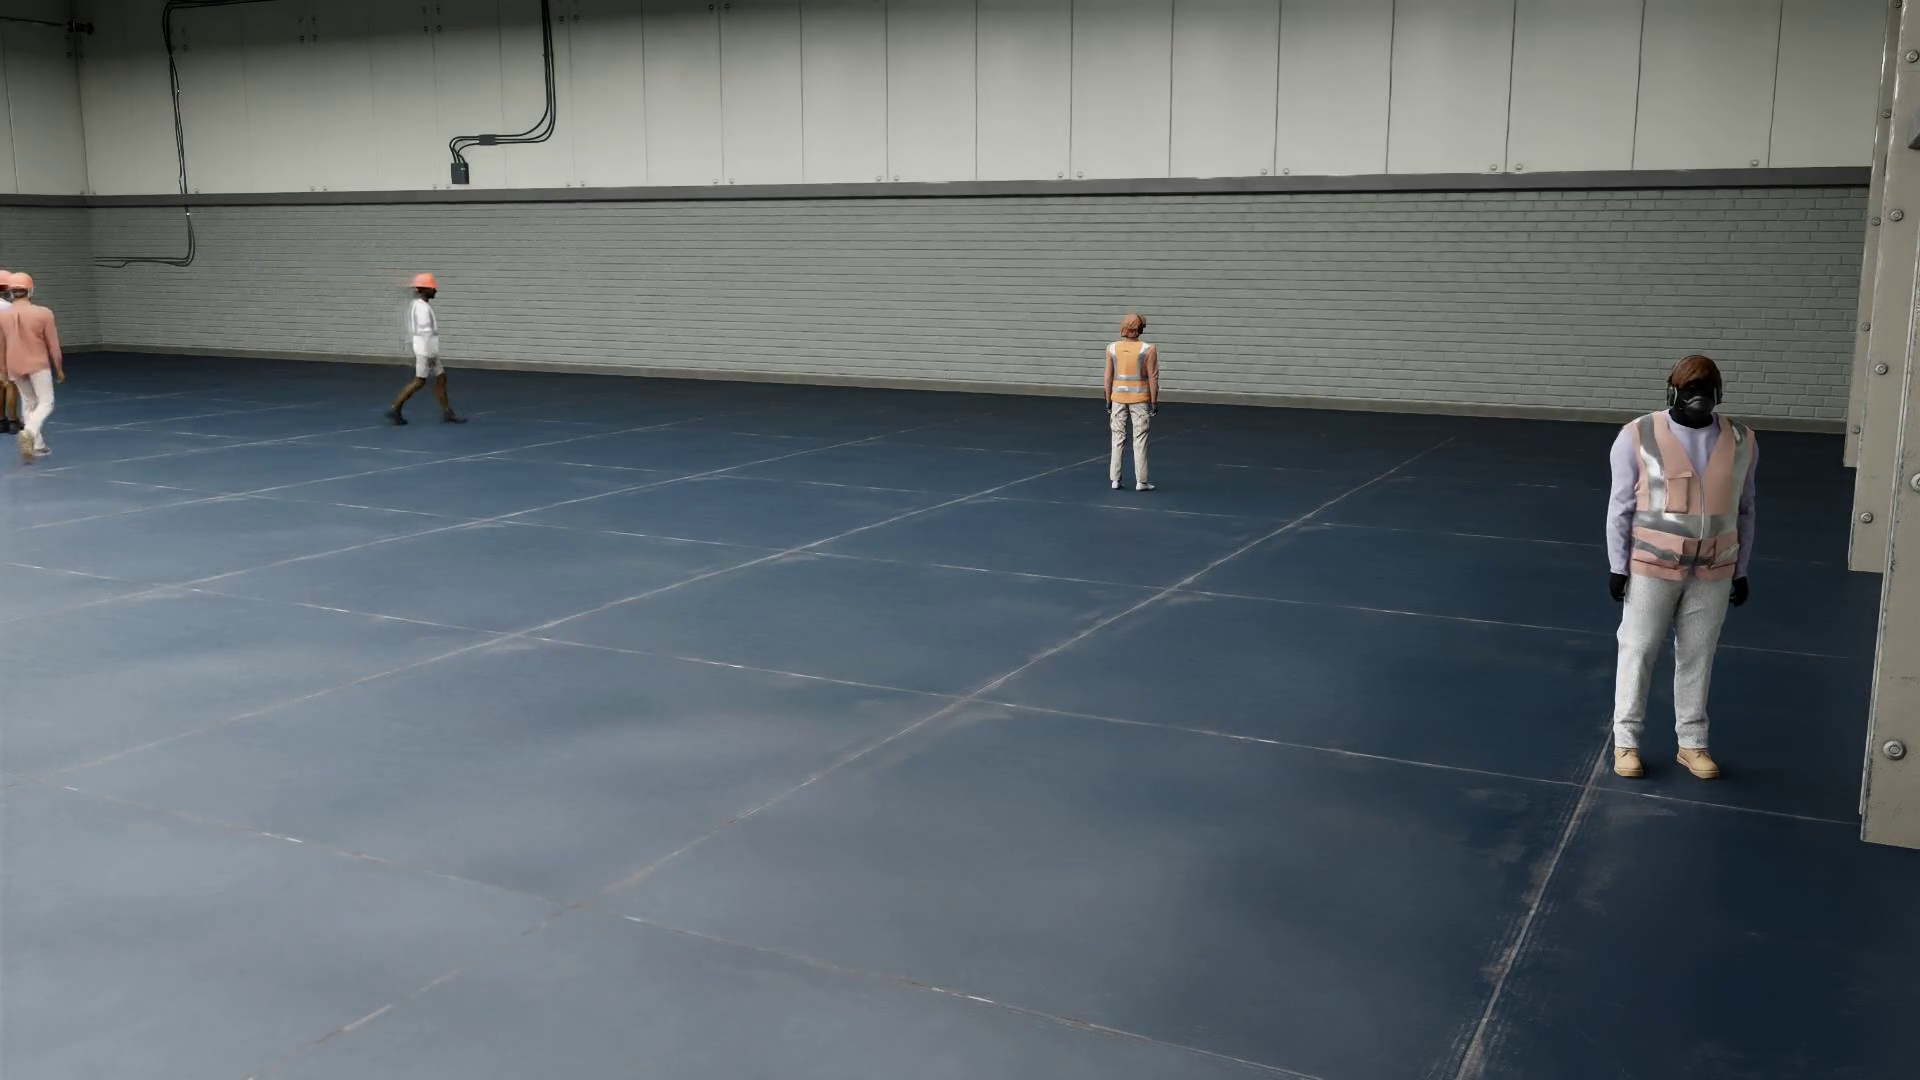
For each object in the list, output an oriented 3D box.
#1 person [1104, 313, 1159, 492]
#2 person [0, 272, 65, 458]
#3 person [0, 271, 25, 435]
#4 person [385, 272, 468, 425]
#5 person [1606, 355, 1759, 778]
[{"bbox_3d":[1.579,-1.265,15.339,0.523,1.638,0.311,5,12,26],"label":"person"},{"bbox_3d":[-9.769,-1.813,17.421,0.624,1.972,0.788,0,10,-2],"label":"person"},{"bbox_3d":[-11.288,-2.220,19.738,0.551,1.932,0.378,8,13,36],"label":"person"},{"bbox_3d":[-6.681,-2.363,20.623,0.941,1.904,0.556,-3,11,-16],"label":"person"},{"bbox_3d":[3.127,0.123,7.222,0.626,1.844,0.429,1,10,3],"label":"person"}]
